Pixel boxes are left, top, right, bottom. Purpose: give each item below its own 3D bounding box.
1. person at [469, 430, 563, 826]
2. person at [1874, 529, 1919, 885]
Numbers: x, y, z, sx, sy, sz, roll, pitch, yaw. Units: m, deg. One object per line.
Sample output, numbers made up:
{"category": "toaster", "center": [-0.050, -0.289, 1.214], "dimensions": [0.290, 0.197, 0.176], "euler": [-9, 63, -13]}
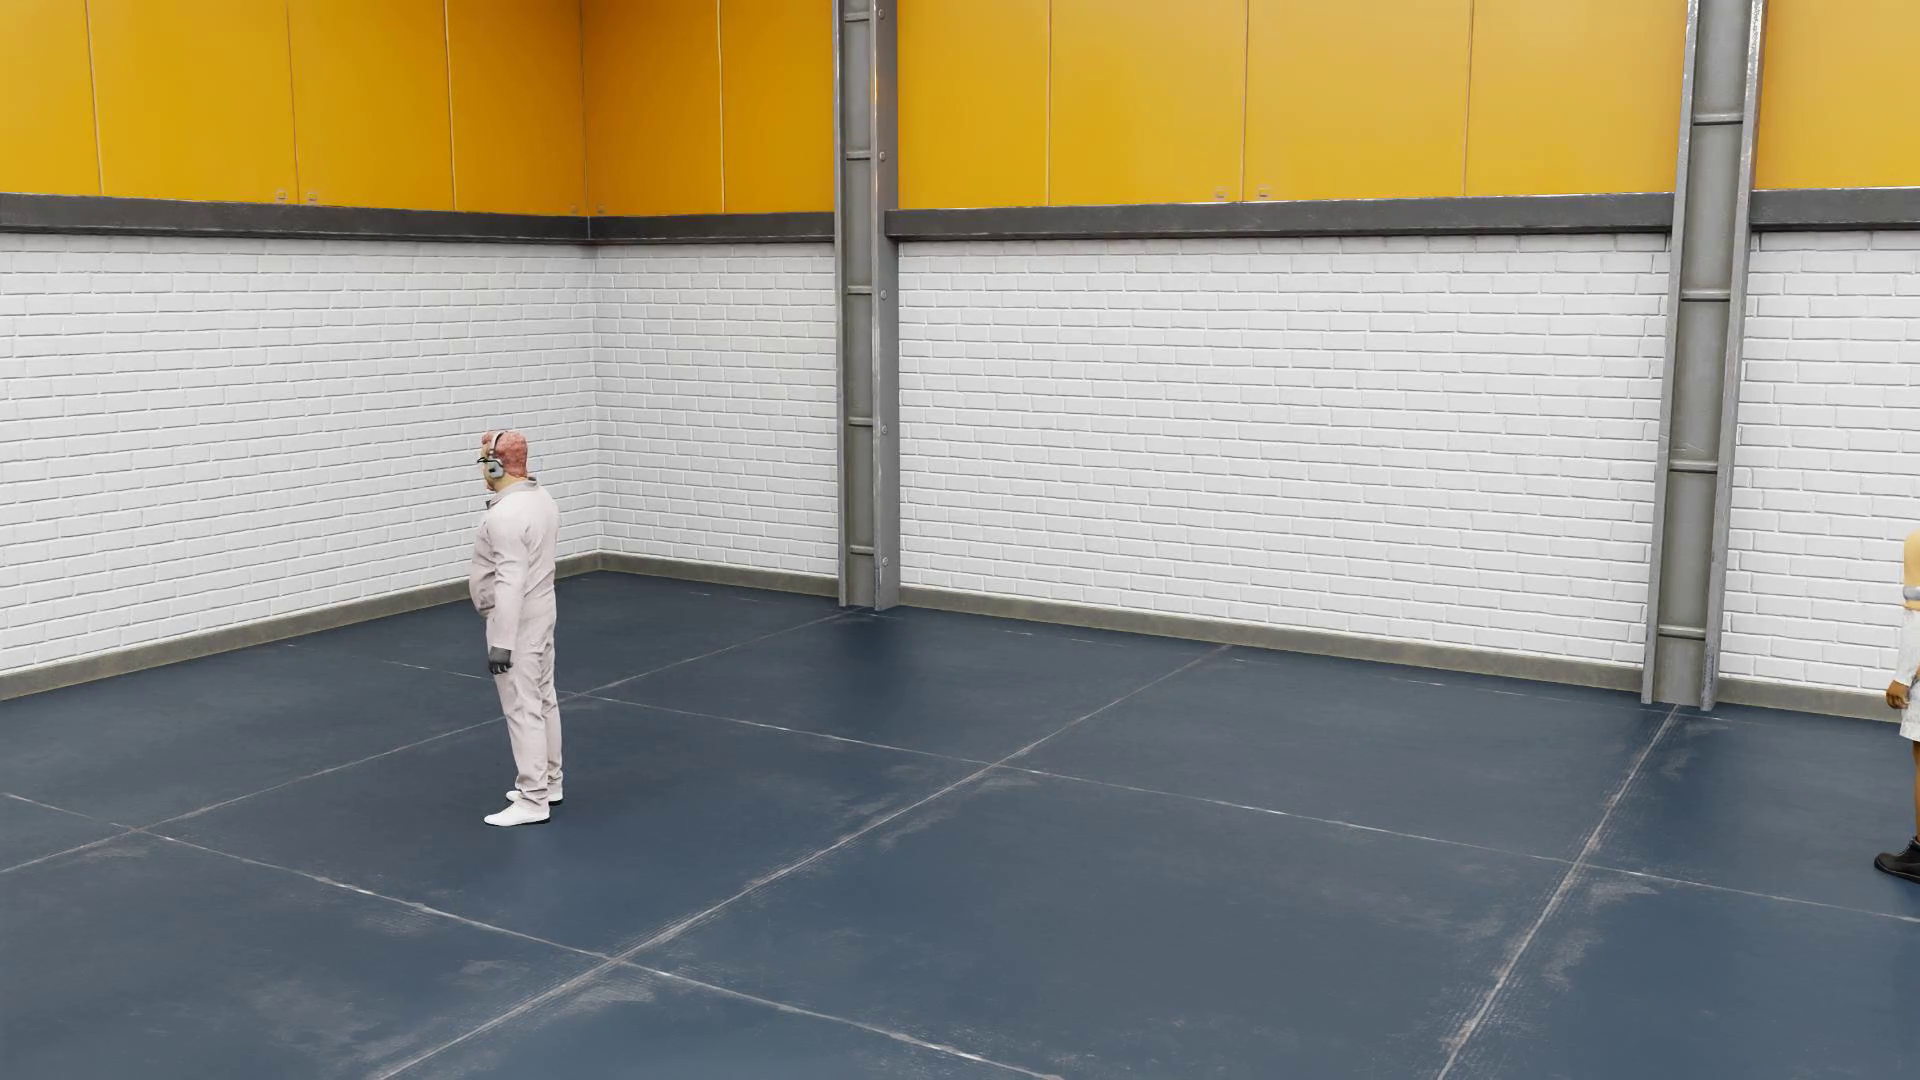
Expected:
{"category": "person", "center": [-2.152, 0.420, 8.027], "dimensions": [0.401, 1.904, 0.649], "euler": [0, 9, 2]}
{"category": "person", "center": [4.271, 0.533, 7.209], "dimensions": [0.544, 1.939, 0.372], "euler": [-2, 9, -11]}
